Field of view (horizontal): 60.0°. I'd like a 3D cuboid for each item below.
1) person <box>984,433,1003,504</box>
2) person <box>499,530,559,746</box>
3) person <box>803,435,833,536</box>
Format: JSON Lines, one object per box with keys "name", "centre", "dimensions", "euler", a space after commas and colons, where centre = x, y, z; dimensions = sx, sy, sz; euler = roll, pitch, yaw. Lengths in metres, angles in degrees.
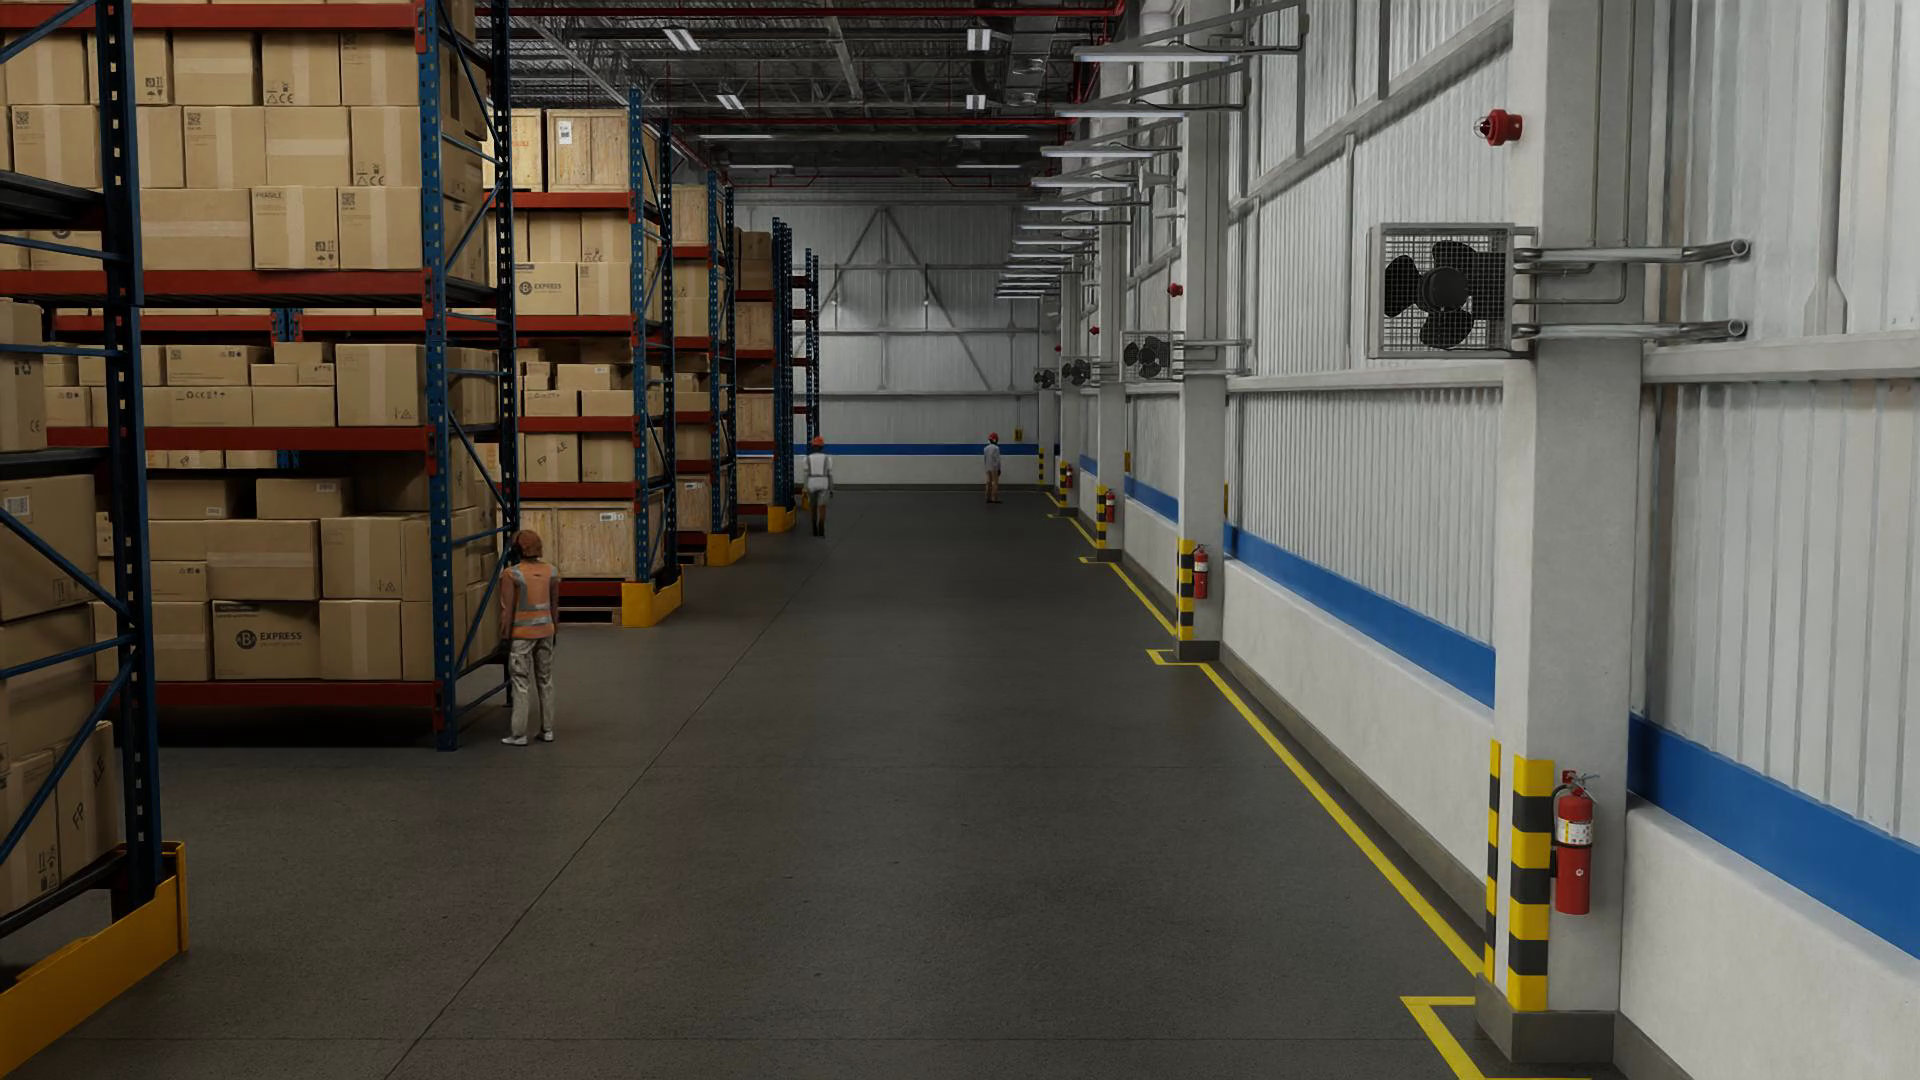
{"name": "person", "centre": [0.825, -1.765, 40.965], "dimensions": [0.326, 1.752, 0.559], "euler": [-4, 6, -39]}
{"name": "person", "centre": [-3.239, 0.735, 12.553], "dimensions": [0.316, 1.631, 0.523], "euler": [4, 6, 38]}
{"name": "person", "centre": [-2.661, -0.996, 31.093], "dimensions": [0.552, 1.917, 0.740], "euler": [0, 5, -3]}
